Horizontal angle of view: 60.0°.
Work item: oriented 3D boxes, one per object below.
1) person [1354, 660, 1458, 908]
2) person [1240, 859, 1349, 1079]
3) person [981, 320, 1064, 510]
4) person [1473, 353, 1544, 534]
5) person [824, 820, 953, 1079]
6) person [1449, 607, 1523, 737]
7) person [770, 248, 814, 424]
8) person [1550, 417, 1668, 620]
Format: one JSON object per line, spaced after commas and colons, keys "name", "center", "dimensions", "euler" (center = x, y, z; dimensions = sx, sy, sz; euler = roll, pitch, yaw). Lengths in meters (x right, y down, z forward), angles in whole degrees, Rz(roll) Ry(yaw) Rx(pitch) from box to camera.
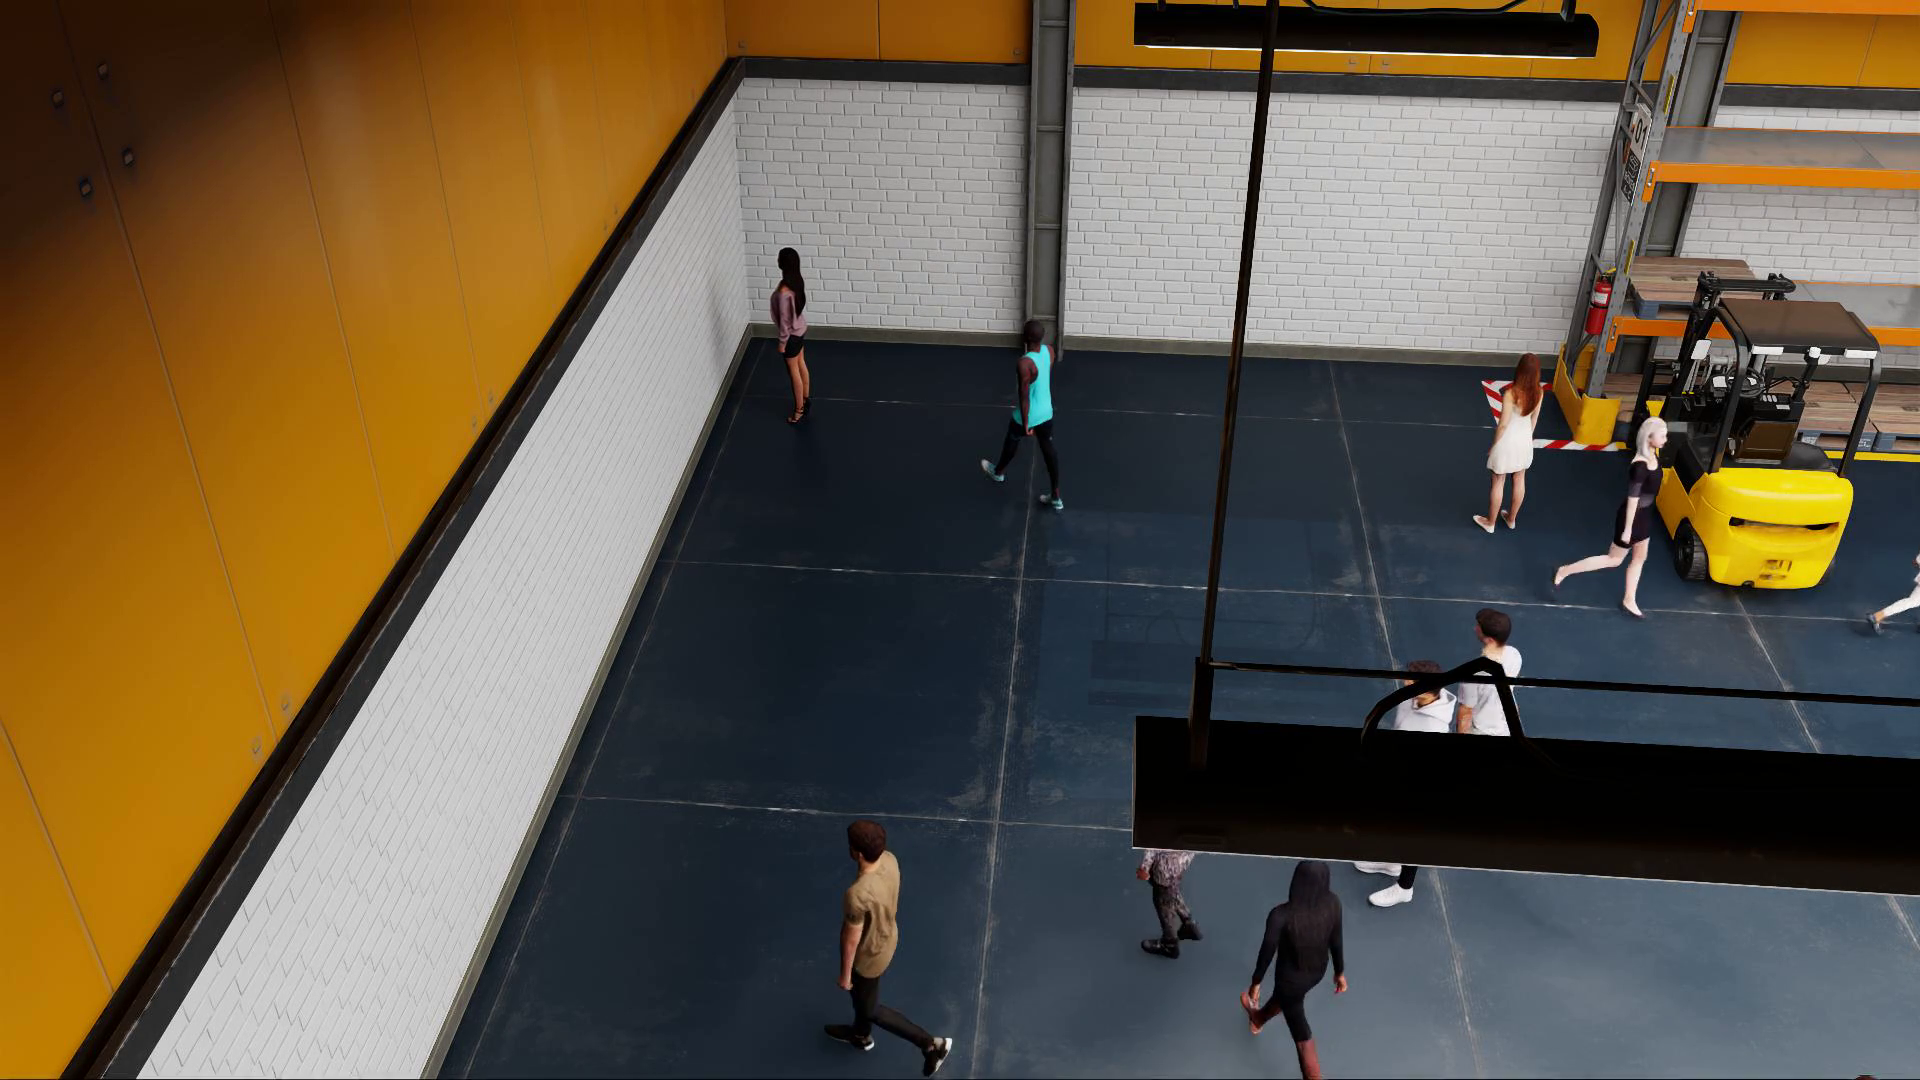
{"name": "person", "center": [2.898, 1.525, 10.635], "dimensions": [0.646, 1.928, 0.718], "euler": [-2, 34, -4]}
{"name": "person", "center": [1.946, 2.530, 9.360], "dimensions": [1.271, 1.666, 1.186], "euler": [-18, 38, -25]}
{"name": "person", "center": [0.728, -1.071, 14.684], "dimensions": [1.124, 1.769, 1.190], "euler": [-25, 41, -33]}
{"name": "person", "center": [4.792, -0.843, 14.393], "dimensions": [0.577, 1.712, 0.689], "euler": [-9, 35, -14]}
{"name": "person", "center": [-0.435, 2.365, 9.465], "dimensions": [1.139, 1.826, 0.825], "euler": [11, 35, 16]}
{"name": "person", "center": [3.523, 1.315, 11.040], "dimensions": [1.275, 1.830, 1.216], "euler": [-16, 37, -23]}
{"name": "person", "center": [-1.599, -1.965, 15.991], "dimensions": [0.590, 1.811, 0.656], "euler": [9, 35, 14]}
{"name": "person", "center": [5.277, -0.178, 13.304], "dimensions": [1.153, 1.810, 0.883], "euler": [17, 37, 24]}
